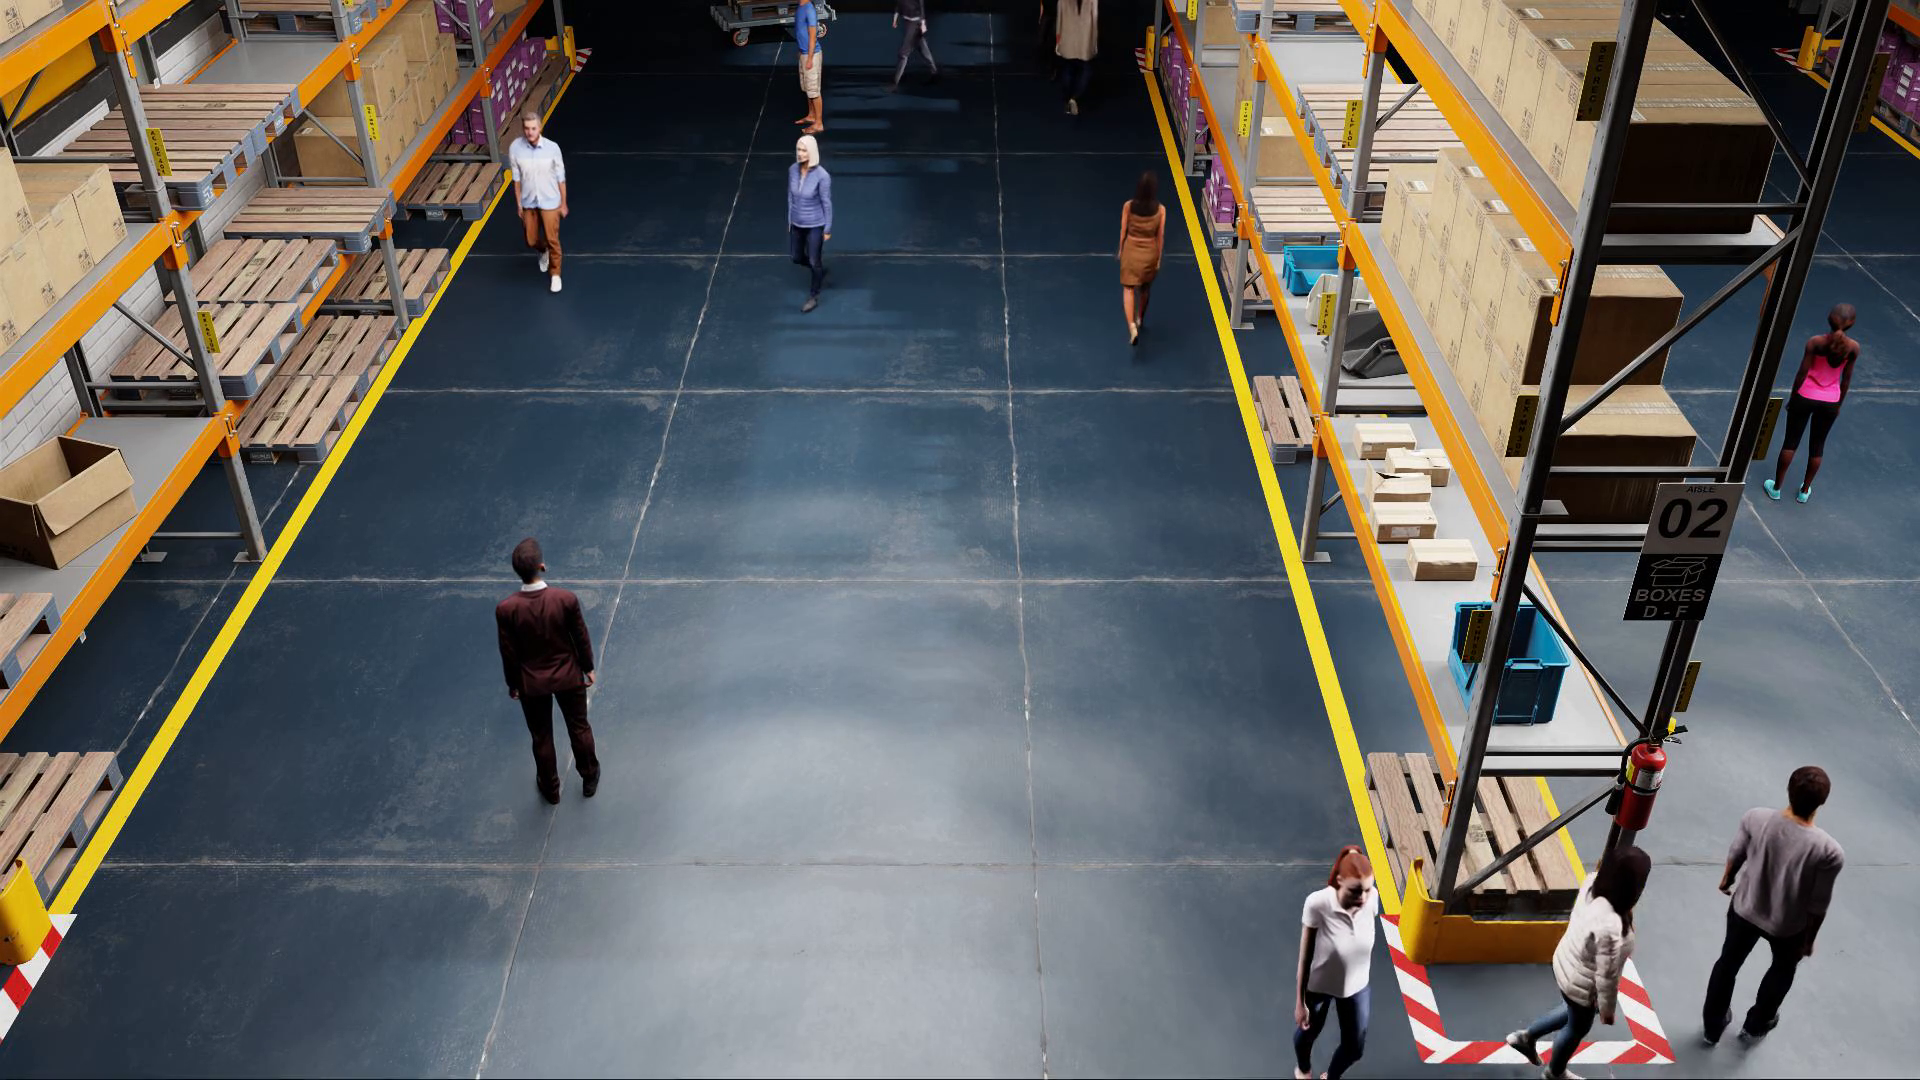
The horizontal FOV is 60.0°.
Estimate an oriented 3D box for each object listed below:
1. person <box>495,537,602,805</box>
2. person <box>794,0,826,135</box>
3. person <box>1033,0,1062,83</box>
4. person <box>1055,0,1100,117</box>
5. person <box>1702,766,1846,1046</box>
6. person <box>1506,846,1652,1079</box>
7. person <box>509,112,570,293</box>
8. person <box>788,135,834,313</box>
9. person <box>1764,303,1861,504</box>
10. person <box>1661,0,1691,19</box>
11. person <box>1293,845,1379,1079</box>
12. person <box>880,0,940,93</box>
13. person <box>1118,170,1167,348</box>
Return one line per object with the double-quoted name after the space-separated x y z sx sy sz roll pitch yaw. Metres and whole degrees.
-2.501 0.818 10.133 0.757 1.862 0.700 -11 35 -15 "person"
-1.838 -5.940 20.300 0.781 1.863 0.620 -10 35 -14 "person"
1.272 -6.906 21.958 0.745 1.636 0.788 21 39 28 "person"
1.435 -6.172 20.636 0.891 1.877 1.026 9 35 14 "person"
4.087 1.937 8.478 0.905 1.831 0.845 -28 43 -36 "person"
3.058 2.154 8.339 0.778 1.623 0.713 6 34 9 "person"
-4.167 -3.399 16.522 0.717 1.813 0.833 -3 34 -4 "person"
-1.425 -3.110 16.159 0.873 1.734 0.958 19 38 26 "person"
6.750 -1.083 13.119 0.615 1.723 0.636 10 35 14 "person"
10.649 -8.414 24.384 0.541 1.462 0.479 0 34 0 "person"
1.805 2.143 8.265 0.607 1.724 0.642 -5 34 -8 "person"
-0.544 -6.695 21.567 1.093 1.719 1.176 -20 38 -27 "person"
1.660 -2.570 15.409 0.575 1.665 0.998 1 34 2 "person"
